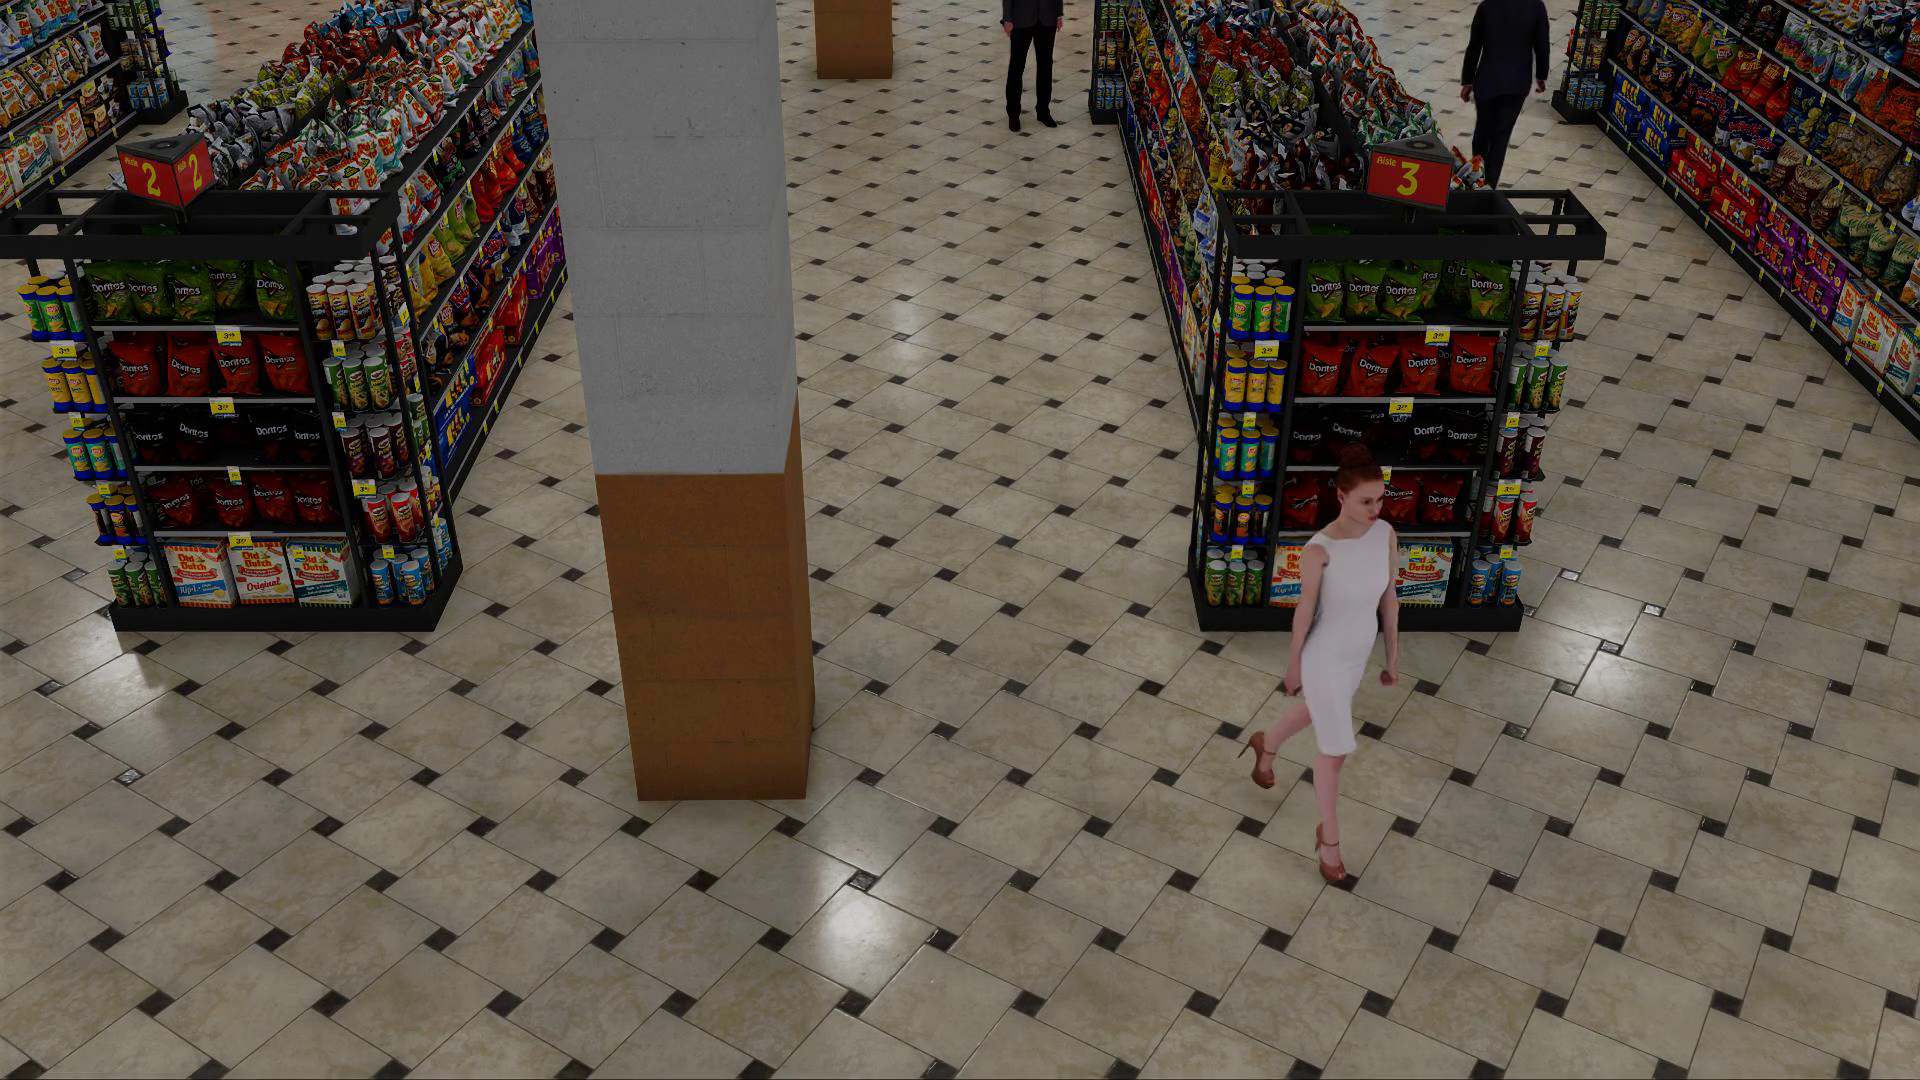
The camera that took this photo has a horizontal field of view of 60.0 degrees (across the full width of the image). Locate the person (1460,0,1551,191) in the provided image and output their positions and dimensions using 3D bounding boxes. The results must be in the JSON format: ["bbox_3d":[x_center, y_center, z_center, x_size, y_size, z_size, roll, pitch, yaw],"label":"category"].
[{"bbox_3d":[3.953,-3.280,12.207,1.085,1.784,1.255,19,37,28],"label":"person"}]

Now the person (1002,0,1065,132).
[{"bbox_3d":[0.613,-4.399,13.950,0.781,1.842,0.723,-10,33,-15],"label":"person"}]

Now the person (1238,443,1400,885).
[{"bbox_3d":[1.367,0.406,6.290,0.860,1.776,1.039,-15,35,-23],"label":"person"}]
